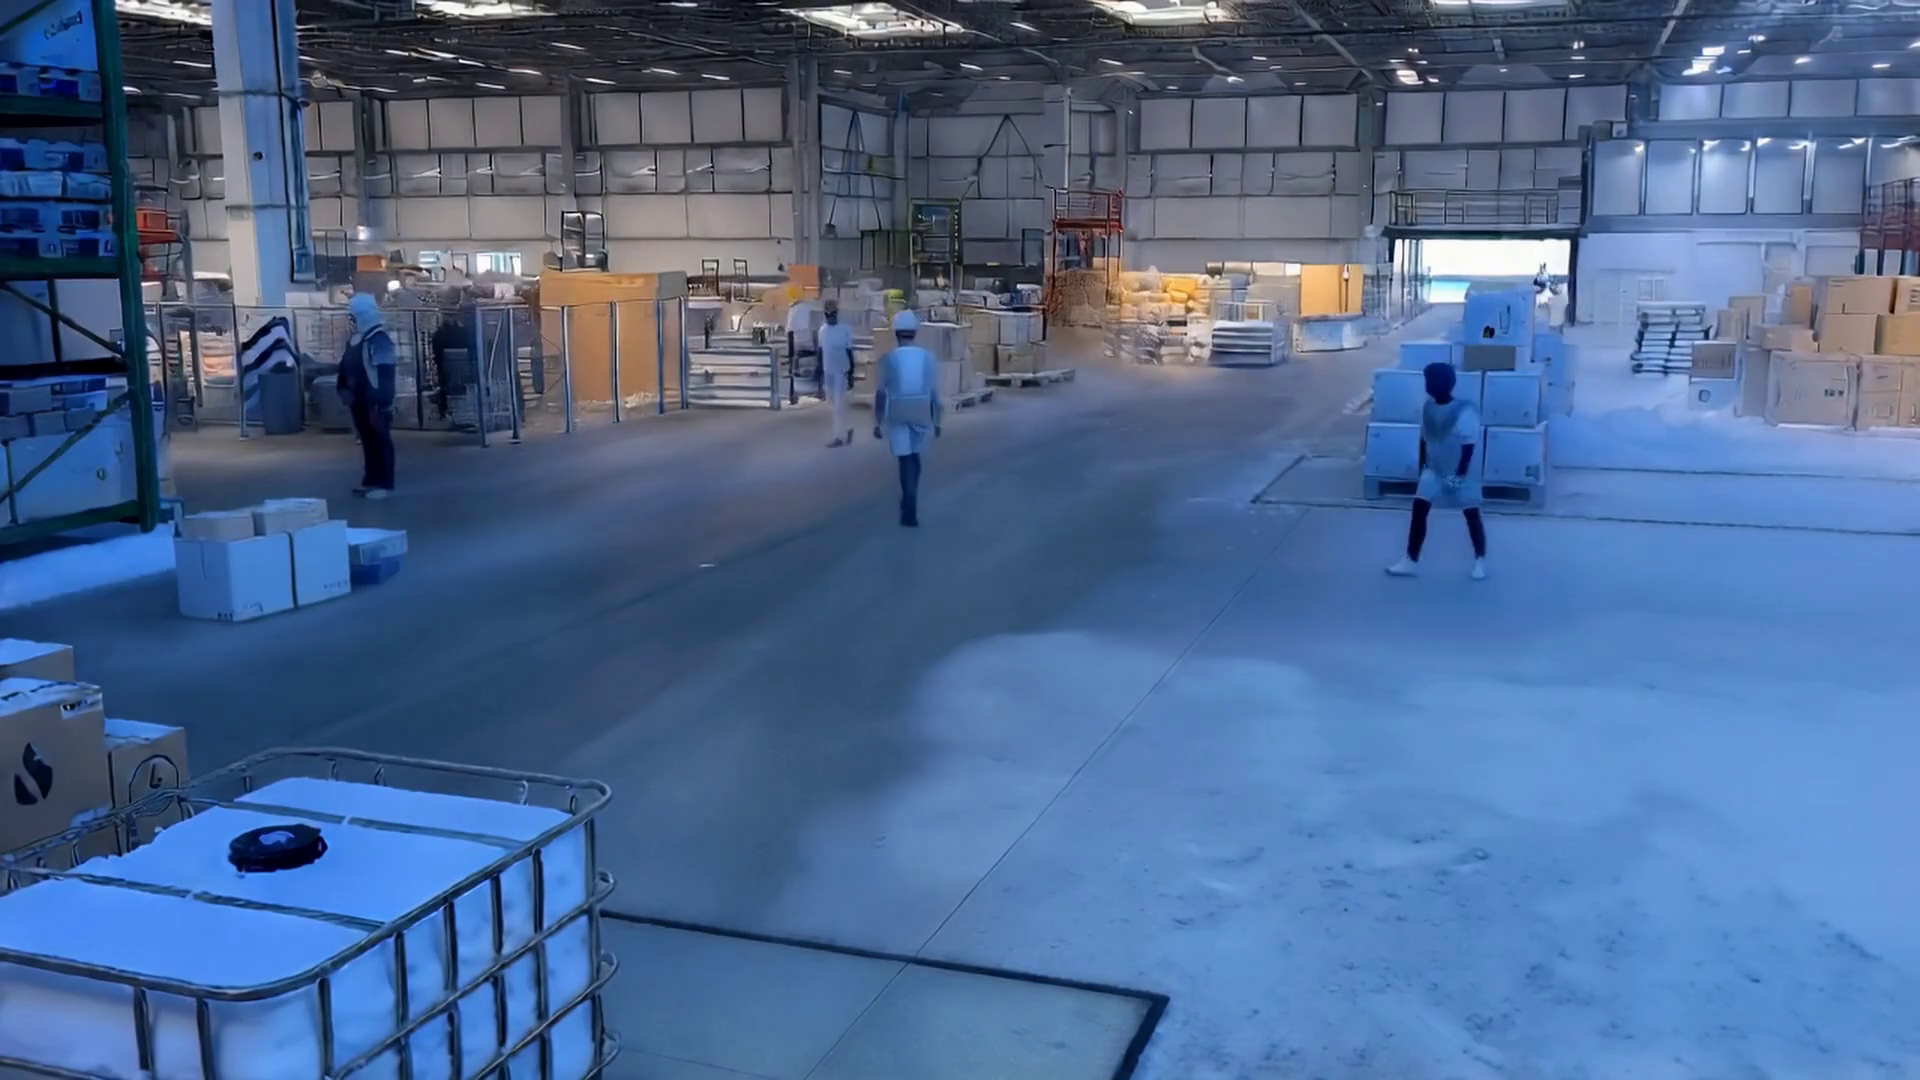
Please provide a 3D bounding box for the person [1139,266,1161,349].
[{"bbox_3d":[4.400,-5.368,38.719,0.621,2.025,0.733,9,14,42],"label":"person"}]

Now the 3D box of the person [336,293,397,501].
[{"bbox_3d":[-5.841,-1.405,16.349,0.539,2.000,0.689,-9,13,-40],"label":"person"}]

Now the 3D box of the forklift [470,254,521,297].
[{"bbox_3d":[-17.990,-10.121,64.684,1.157,1.987,2.680,3,11,17],"label":"forklift"}]

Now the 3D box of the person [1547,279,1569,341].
[{"bbox_3d":[11.735,-4.213,32.786,0.969,1.815,0.541,-7,12,-35],"label":"person"}]

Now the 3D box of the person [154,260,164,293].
[{"bbox_3d":[-33.883,-10.904,70.390,0.392,1.846,0.564,0,10,2],"label":"person"}]

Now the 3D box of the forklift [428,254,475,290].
[{"bbox_3d":[-20.133,-10.254,65.465,1.157,1.987,2.680,3,11,19],"label":"forklift"}]

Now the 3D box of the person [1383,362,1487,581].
[{"bbox_3d":[3.614,-0.498,12.379,0.760,1.633,0.557,-7,12,-35],"label":"person"}]

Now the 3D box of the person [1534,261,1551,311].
[{"bbox_3d":[22.066,-9.616,63.033,0.575,1.885,0.355,3,11,18],"label":"person"}]

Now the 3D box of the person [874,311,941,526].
[{"bbox_3d":[-0.509,-1.109,15.066,0.576,1.902,0.866,-3,11,-19],"label":"person"}]

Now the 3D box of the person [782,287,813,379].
[{"bbox_3d":[-2.832,-3.367,28.115,0.941,1.779,0.619,3,11,18],"label":"person"}]

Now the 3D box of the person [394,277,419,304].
[{"bbox_3d":[-13.109,-5.345,39.384,0.600,1.732,0.401,-5,11,-27],"label":"person"}]

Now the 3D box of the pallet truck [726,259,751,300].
[{"bbox_3d":[-7.986,-9.493,62.019,0.823,1.965,1.885,3,11,17],"label":"pallet truck"}]

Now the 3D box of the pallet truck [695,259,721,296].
[{"bbox_3d":[-9.165,-9.627,62.776,0.823,1.965,1.885,4,11,23],"label":"pallet truck"}]

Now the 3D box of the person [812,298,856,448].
[{"bbox_3d":[-1.566,-2.047,20.487,0.525,1.855,0.380,8,13,36],"label":"person"}]
